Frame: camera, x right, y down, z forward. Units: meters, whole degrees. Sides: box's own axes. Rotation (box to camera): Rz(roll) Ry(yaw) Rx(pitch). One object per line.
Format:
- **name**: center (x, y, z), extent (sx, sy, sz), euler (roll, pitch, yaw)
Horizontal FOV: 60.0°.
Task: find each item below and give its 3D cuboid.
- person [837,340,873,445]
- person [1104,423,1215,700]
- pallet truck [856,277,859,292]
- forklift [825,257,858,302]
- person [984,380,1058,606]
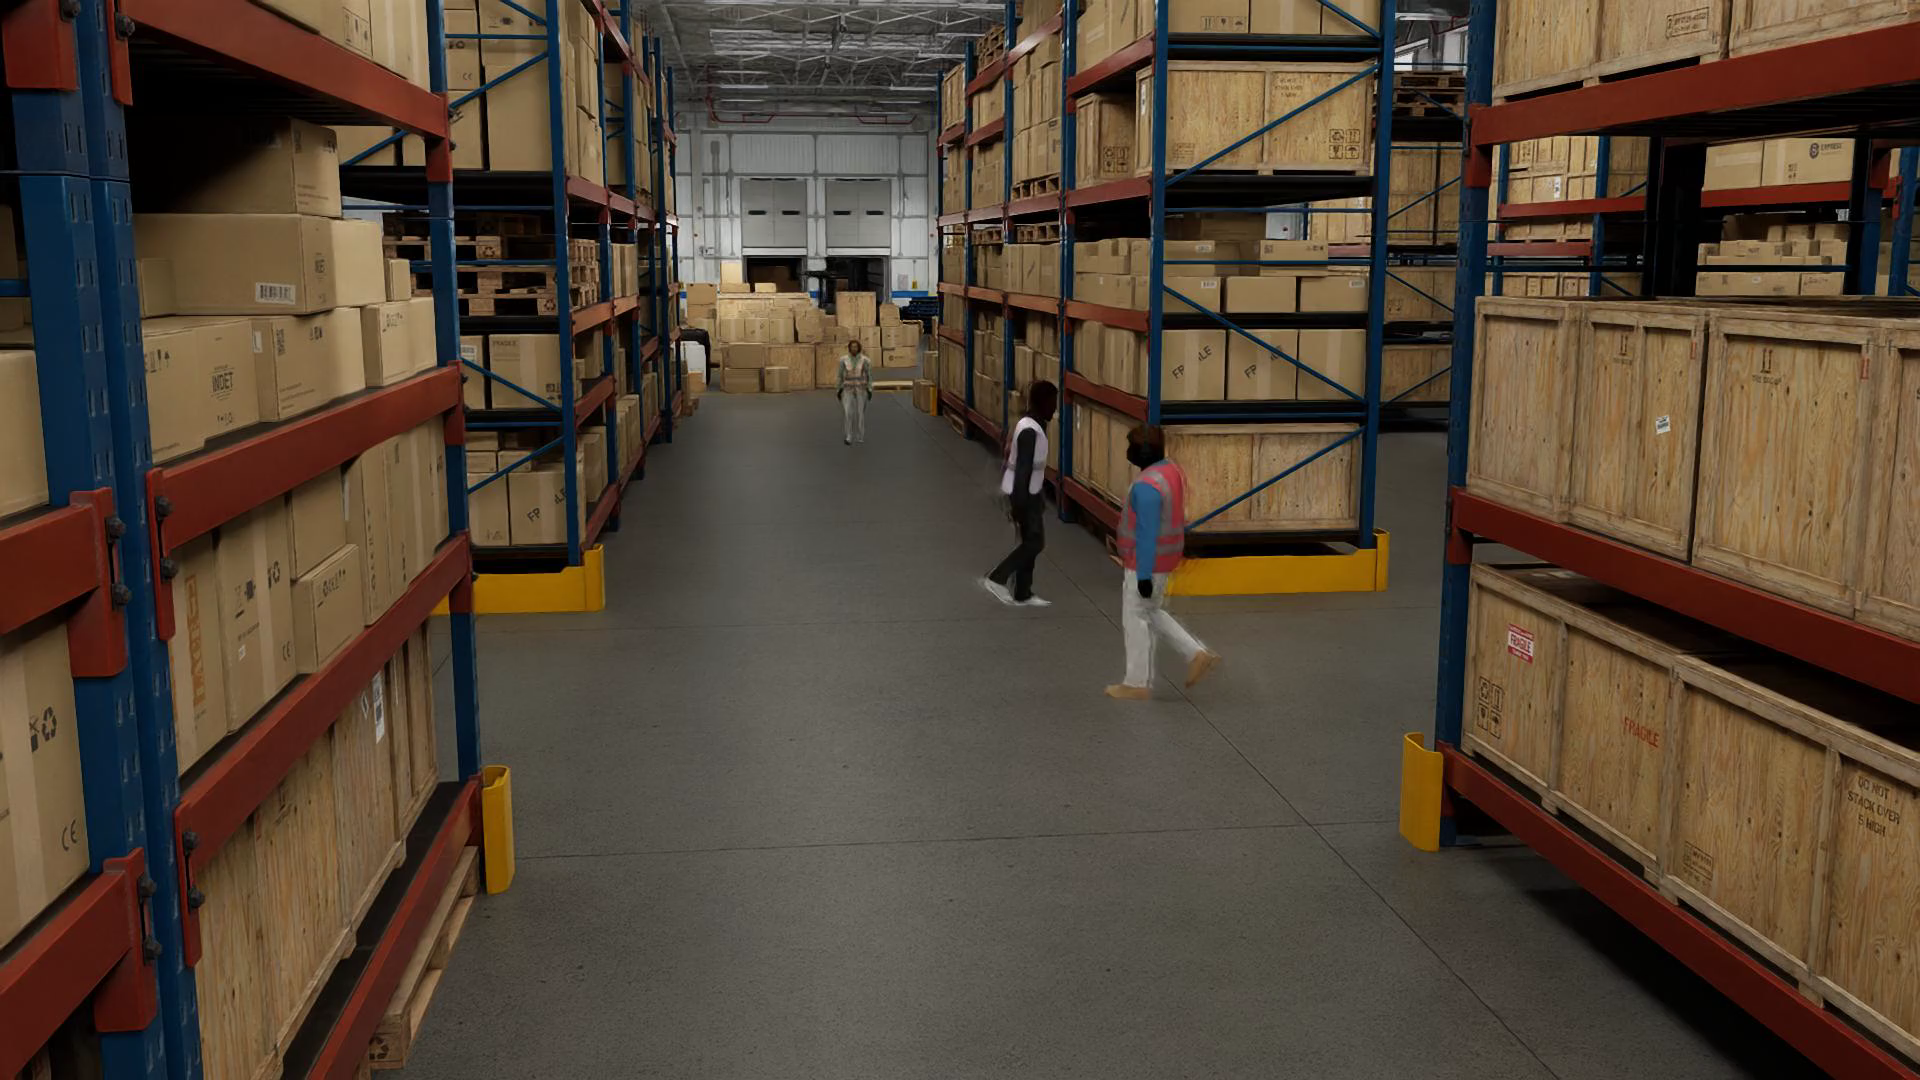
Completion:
- **person**: center (-1.602, -2.240, 25.321), extent (0.558, 1.597, 0.835), euler (0, 10, 0)
- **person**: center (1.285, 0.152, 10.752), extent (0.594, 1.824, 0.638), euler (4, 11, 23)
- **pallet truck**: center (-3.782, -9.391, 65.808), extent (1.885, 1.965, 0.823), euler (2, 10, 10)
- **forklift**: center (-3.405, -6.789, 48.088), extent (1.129, 2.768, 1.873), euler (6, 12, 33)
- **person**: center (0.543, -0.366, 13.602), extent (0.497, 1.892, 0.598), euler (1, 10, 7)
